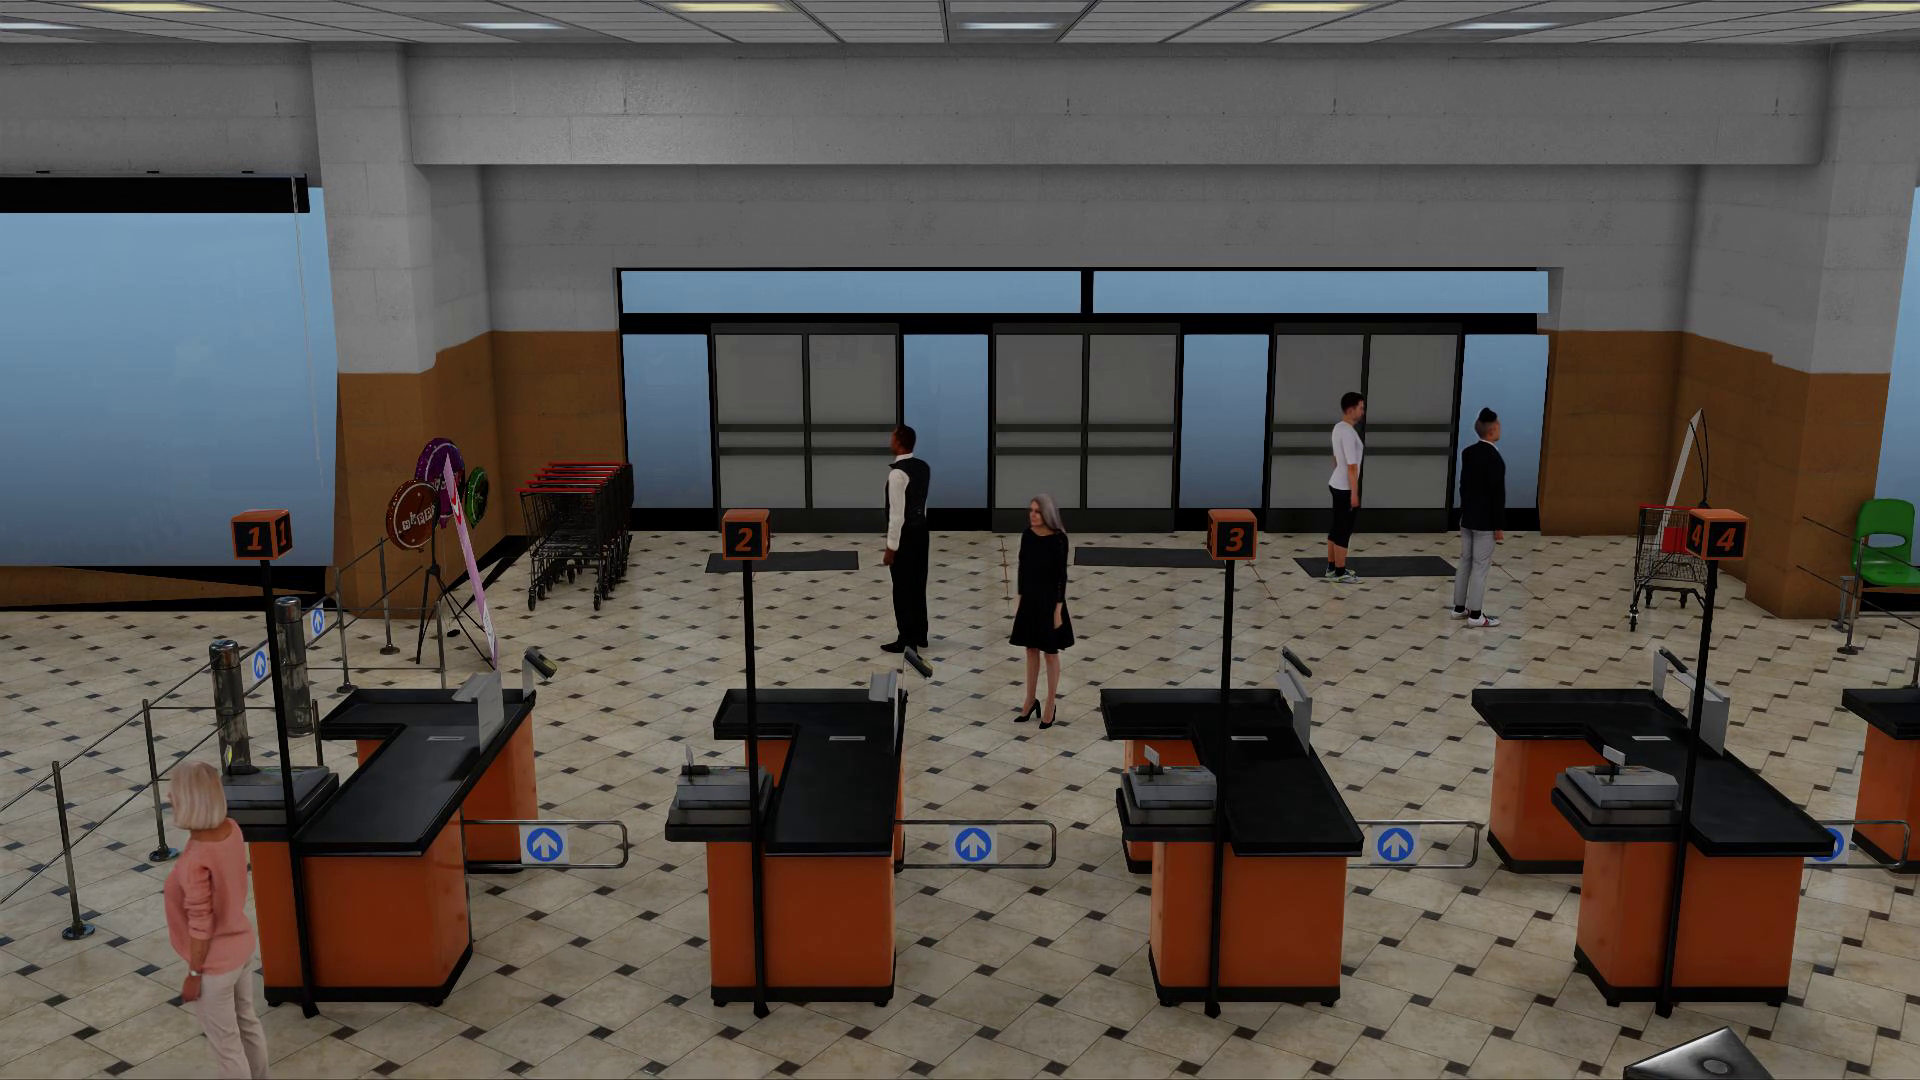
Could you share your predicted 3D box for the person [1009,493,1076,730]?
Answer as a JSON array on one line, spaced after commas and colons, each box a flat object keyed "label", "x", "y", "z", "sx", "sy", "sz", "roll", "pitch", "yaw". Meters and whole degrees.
[{"label": "person", "x": 0.595, "y": 0.508, "z": 12.139, "sx": 0.698, "sy": 1.747, "sz": 0.753, "roll": 12, "pitch": 18, "yaw": 41}]

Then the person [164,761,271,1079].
[{"label": "person", "x": -3.150, "y": 1.750, "z": 7.069, "sx": 0.657, "sy": 1.724, "sz": 0.453, "roll": 0, "pitch": 14, "yaw": -2}]

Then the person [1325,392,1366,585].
[{"label": "person", "x": 3.729, "y": -0.519, "z": 16.149, "sx": 0.727, "sy": 1.854, "sz": 0.501, "roll": 0, "pitch": 14, "yaw": -2}]

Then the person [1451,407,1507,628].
[{"label": "person", "x": 4.592, "y": -0.219, "z": 14.709, "sx": 0.836, "sy": 1.950, "sz": 0.640, "roll": -4, "pitch": 14, "yaw": -17}]

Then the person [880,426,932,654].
[{"label": "person", "x": -0.437, "y": -0.009, "z": 13.910, "sx": 0.837, "sy": 1.919, "sz": 0.706, "roll": 7, "pitch": 15, "yaw": 28}]
